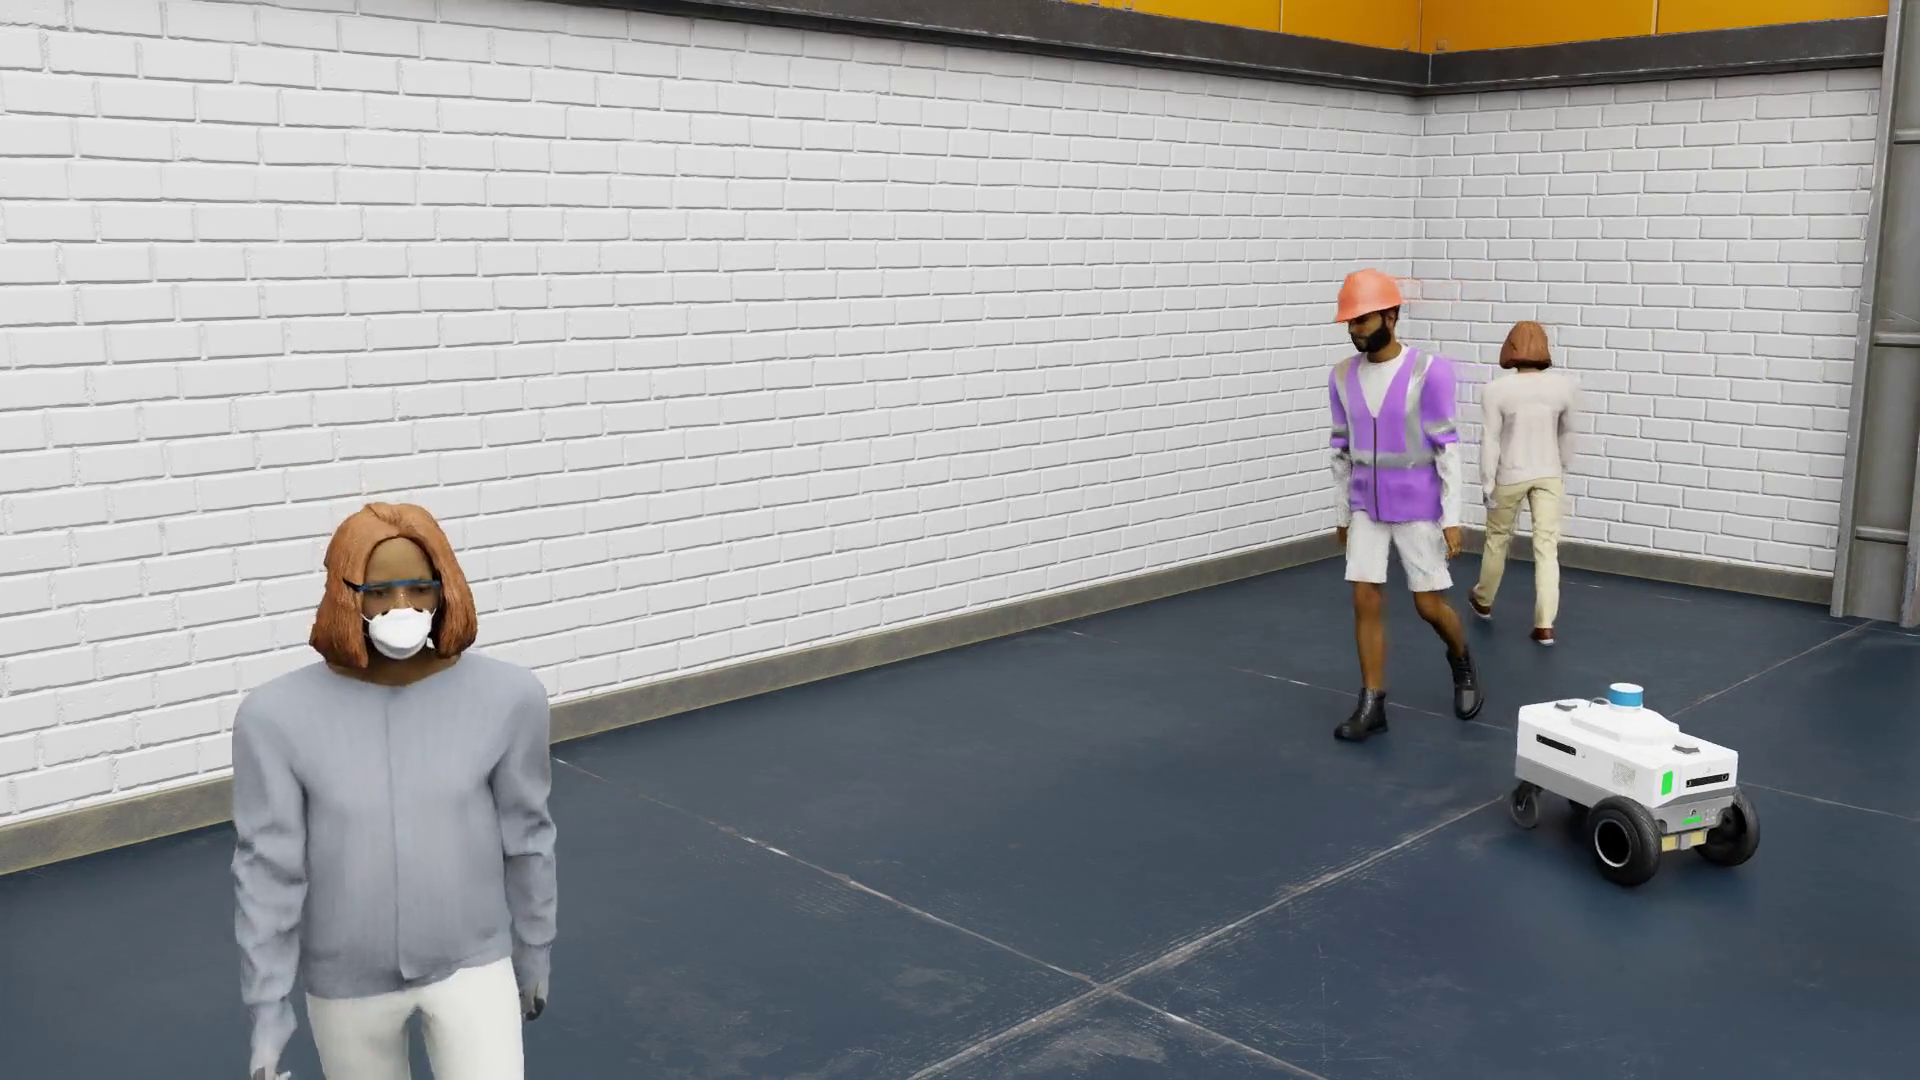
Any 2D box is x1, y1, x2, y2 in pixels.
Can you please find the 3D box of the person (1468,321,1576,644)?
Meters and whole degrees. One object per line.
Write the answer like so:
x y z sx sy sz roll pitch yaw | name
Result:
2.856 -0.307 8.453 0.515 1.590 0.869 0 10 0 | person

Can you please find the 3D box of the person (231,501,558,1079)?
-0.882 0.741 2.673 0.498 1.601 0.809 -3 11 -18 | person

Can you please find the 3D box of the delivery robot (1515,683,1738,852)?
2.168 0.713 5.453 0.477 0.478 0.707 -4 11 -23 | delivery robot

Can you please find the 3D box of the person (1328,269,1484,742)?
1.802 -0.139 6.734 0.603 1.908 0.749 10 15 44 | person
